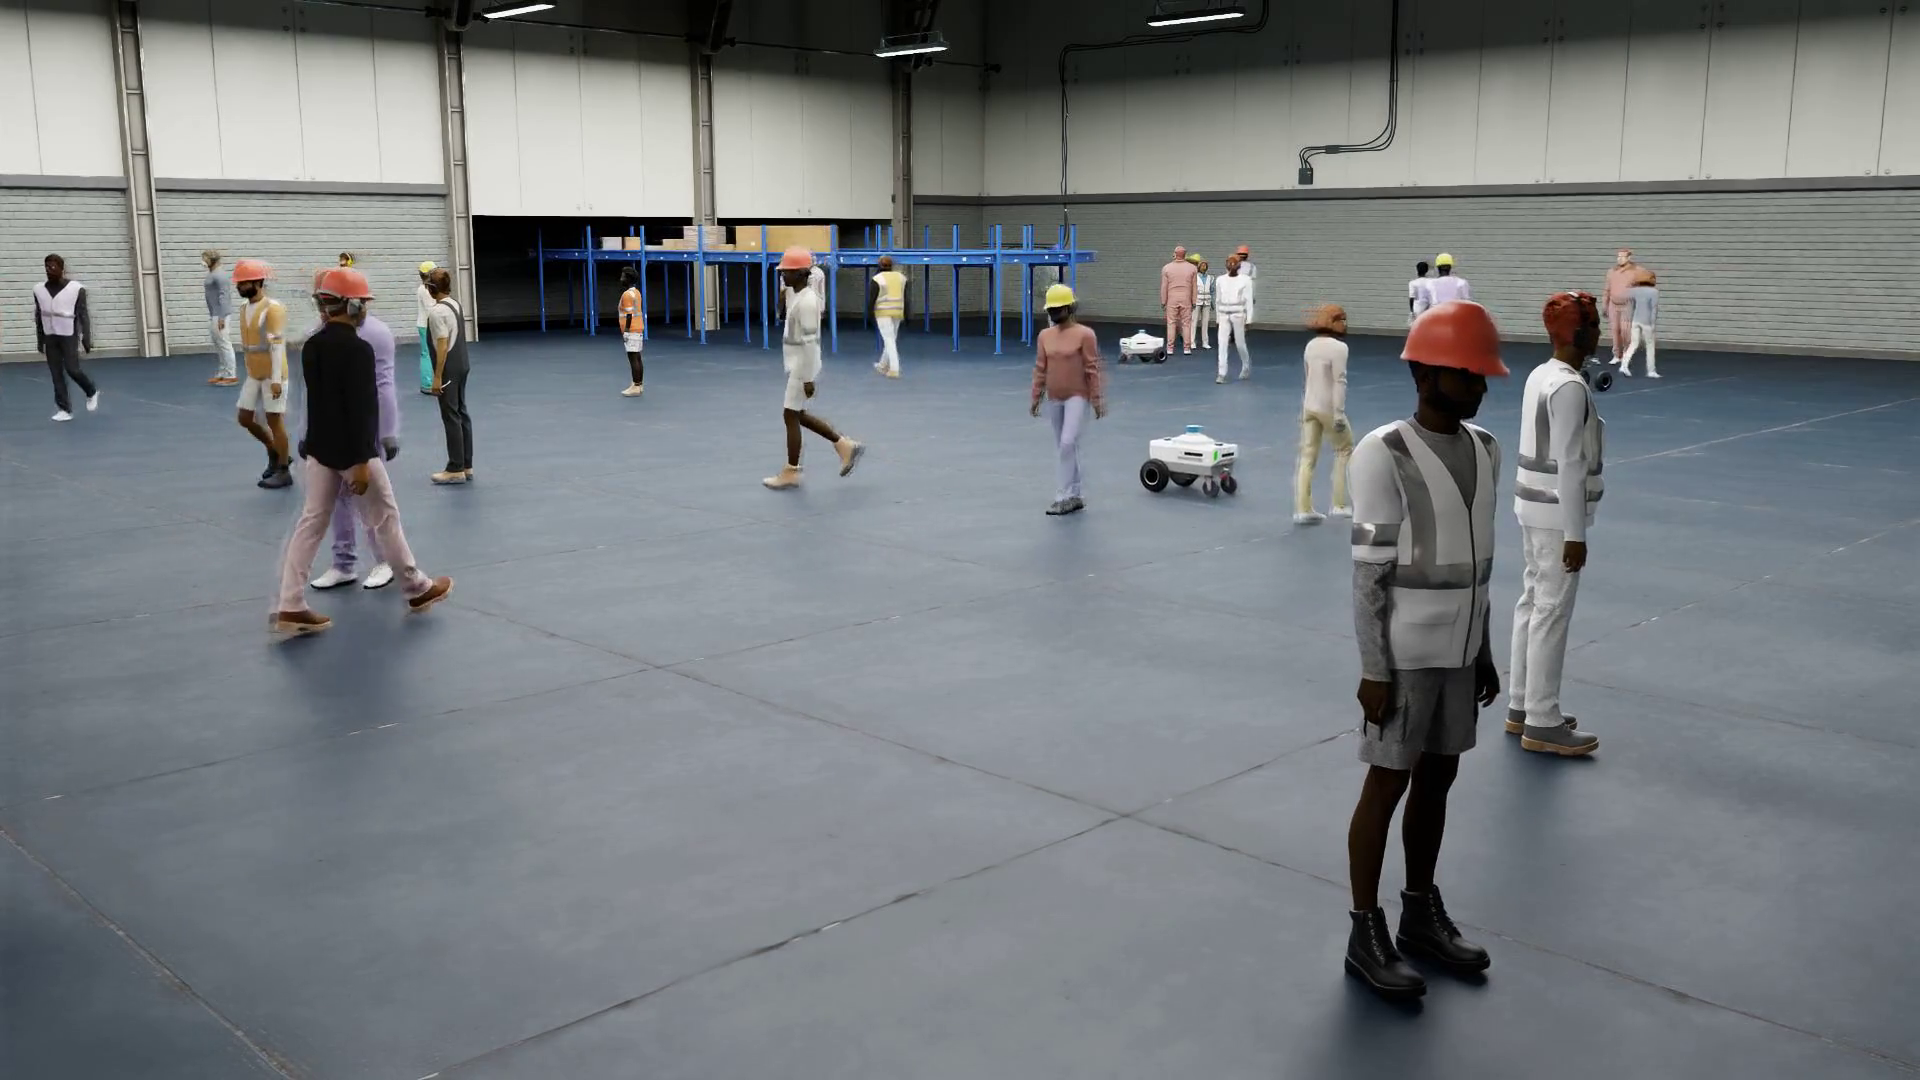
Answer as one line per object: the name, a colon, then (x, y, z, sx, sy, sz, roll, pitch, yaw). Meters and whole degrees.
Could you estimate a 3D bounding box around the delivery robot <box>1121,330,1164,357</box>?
delivery robot: (3.034, -3.262, 27.730, 0.707, 0.478, 0.477, -5, 12, -26)

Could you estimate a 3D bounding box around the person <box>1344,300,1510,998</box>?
person: (1.328, 0.303, 4.664, 0.554, 1.936, 0.371, -7, 13, -35)

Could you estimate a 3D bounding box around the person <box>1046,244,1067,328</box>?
person: (2.053, -5.261, 35.025, 0.624, 1.933, 0.442, -10, 14, -44)

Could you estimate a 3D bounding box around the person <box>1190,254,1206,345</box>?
person: (4.566, -4.659, 32.214, 0.398, 1.753, 0.536, -9, 14, -40)

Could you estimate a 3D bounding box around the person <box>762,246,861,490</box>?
person: (-1.264, -1.444, 13.942, 0.763, 2.028, 0.619, -1, 10, -7)

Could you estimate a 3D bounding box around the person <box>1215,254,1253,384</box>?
person: (3.982, -3.212, 24.075, 0.584, 1.856, 0.892, 6, 12, 31)

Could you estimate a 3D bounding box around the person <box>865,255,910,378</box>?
person: (-1.145, -3.361, 25.007, 0.653, 1.797, 0.925, -8, 13, -37)

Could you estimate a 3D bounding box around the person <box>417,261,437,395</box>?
person: (-7.076, -2.829, 22.210, 0.330, 1.765, 0.533, -5, 11, -24)

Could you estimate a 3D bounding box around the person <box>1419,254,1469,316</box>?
person: (6.293, -2.784, 21.682, 0.607, 1.861, 1.026, 2, 11, 8)

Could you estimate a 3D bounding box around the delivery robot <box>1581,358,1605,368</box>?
delivery robot: (8.511, -2.487, 22.798, 0.698, 0.223, 0.335, -5, 11, -23)

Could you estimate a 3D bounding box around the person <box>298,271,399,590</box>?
person: (-3.689, -0.653, 9.987, 0.692, 1.898, 0.440, 5, 12, 26)

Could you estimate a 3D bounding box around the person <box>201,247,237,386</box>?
person: (-10.477, -3.153, 23.500, 0.355, 1.936, 0.635, -7, 12, -33)

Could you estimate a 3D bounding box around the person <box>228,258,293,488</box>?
person: (-5.861, -1.391, 13.962, 0.541, 1.921, 0.427, 6, 12, 31)

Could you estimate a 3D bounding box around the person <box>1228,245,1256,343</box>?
person: (5.445, -4.739, 32.200, 0.560, 1.921, 0.561, 1, 10, 7)

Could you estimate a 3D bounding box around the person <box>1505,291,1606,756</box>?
person: (2.478, -0.078, 6.878, 0.347, 1.884, 0.584, 1, 10, 6)

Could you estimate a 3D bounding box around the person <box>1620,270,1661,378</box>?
person: (10.163, -3.214, 24.808, 0.759, 1.619, 0.515, -6, 12, -30)

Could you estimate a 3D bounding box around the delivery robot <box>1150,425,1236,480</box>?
delivery robot: (1.933, -0.710, 13.813, 0.707, 0.478, 0.477, 9, 14, 42)

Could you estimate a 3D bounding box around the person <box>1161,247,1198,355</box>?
person: (3.889, -4.241, 29.517, 0.651, 1.908, 0.409, 0, 10, 1)

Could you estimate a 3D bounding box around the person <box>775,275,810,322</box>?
person: (-2.648, -3.581, 26.114, 0.516, 1.845, 0.775, -7, 12, -32)

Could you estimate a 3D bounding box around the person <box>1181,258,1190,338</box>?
person: (4.431, -4.655, 32.403, 0.547, 1.672, 0.601, -3, 11, -15)

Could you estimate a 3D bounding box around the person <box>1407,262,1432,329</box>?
person: (8.056, -4.008, 28.937, 0.525, 1.656, 0.890, -1, 10, -5)

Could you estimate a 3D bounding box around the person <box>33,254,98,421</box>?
person: (-10.365, -2.357, 19.264, 0.595, 1.902, 0.619, 0, 10, 3)

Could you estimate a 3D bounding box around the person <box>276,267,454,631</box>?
person: (-3.302, -0.493, 8.993, 0.633, 1.937, 1.071, 7, 13, 35)

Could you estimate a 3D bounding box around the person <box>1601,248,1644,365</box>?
person: (10.818, -3.813, 27.210, 0.432, 1.892, 0.678, -10, 14, -42)

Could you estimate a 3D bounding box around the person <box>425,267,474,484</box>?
person: (-4.405, -1.417, 14.300, 0.347, 1.842, 0.505, 1, 10, 5)

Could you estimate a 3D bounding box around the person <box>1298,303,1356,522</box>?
person: (2.760, -0.937, 12.276, 0.611, 1.608, 0.538, -5, 11, -24)

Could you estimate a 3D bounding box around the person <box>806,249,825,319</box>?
person: (-2.517, -3.799, 27.155, 0.666, 1.888, 0.468, -4, 11, -20)

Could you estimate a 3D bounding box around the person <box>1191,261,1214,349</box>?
person: (4.510, -4.393, 31.079, 0.518, 1.640, 0.307, -3, 11, -15)

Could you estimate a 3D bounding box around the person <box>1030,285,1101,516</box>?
person: (0.738, -1.043, 12.535, 0.540, 1.730, 0.787, 8, 13, 39)

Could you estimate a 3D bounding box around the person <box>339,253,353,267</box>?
person: (-10.276, -3.925, 28.077, 0.976, 1.821, 0.521, -8, 13, -38)

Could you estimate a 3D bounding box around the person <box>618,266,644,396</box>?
person: (-4.358, -2.765, 22.035, 0.316, 1.700, 0.540, 0, 10, 1)
